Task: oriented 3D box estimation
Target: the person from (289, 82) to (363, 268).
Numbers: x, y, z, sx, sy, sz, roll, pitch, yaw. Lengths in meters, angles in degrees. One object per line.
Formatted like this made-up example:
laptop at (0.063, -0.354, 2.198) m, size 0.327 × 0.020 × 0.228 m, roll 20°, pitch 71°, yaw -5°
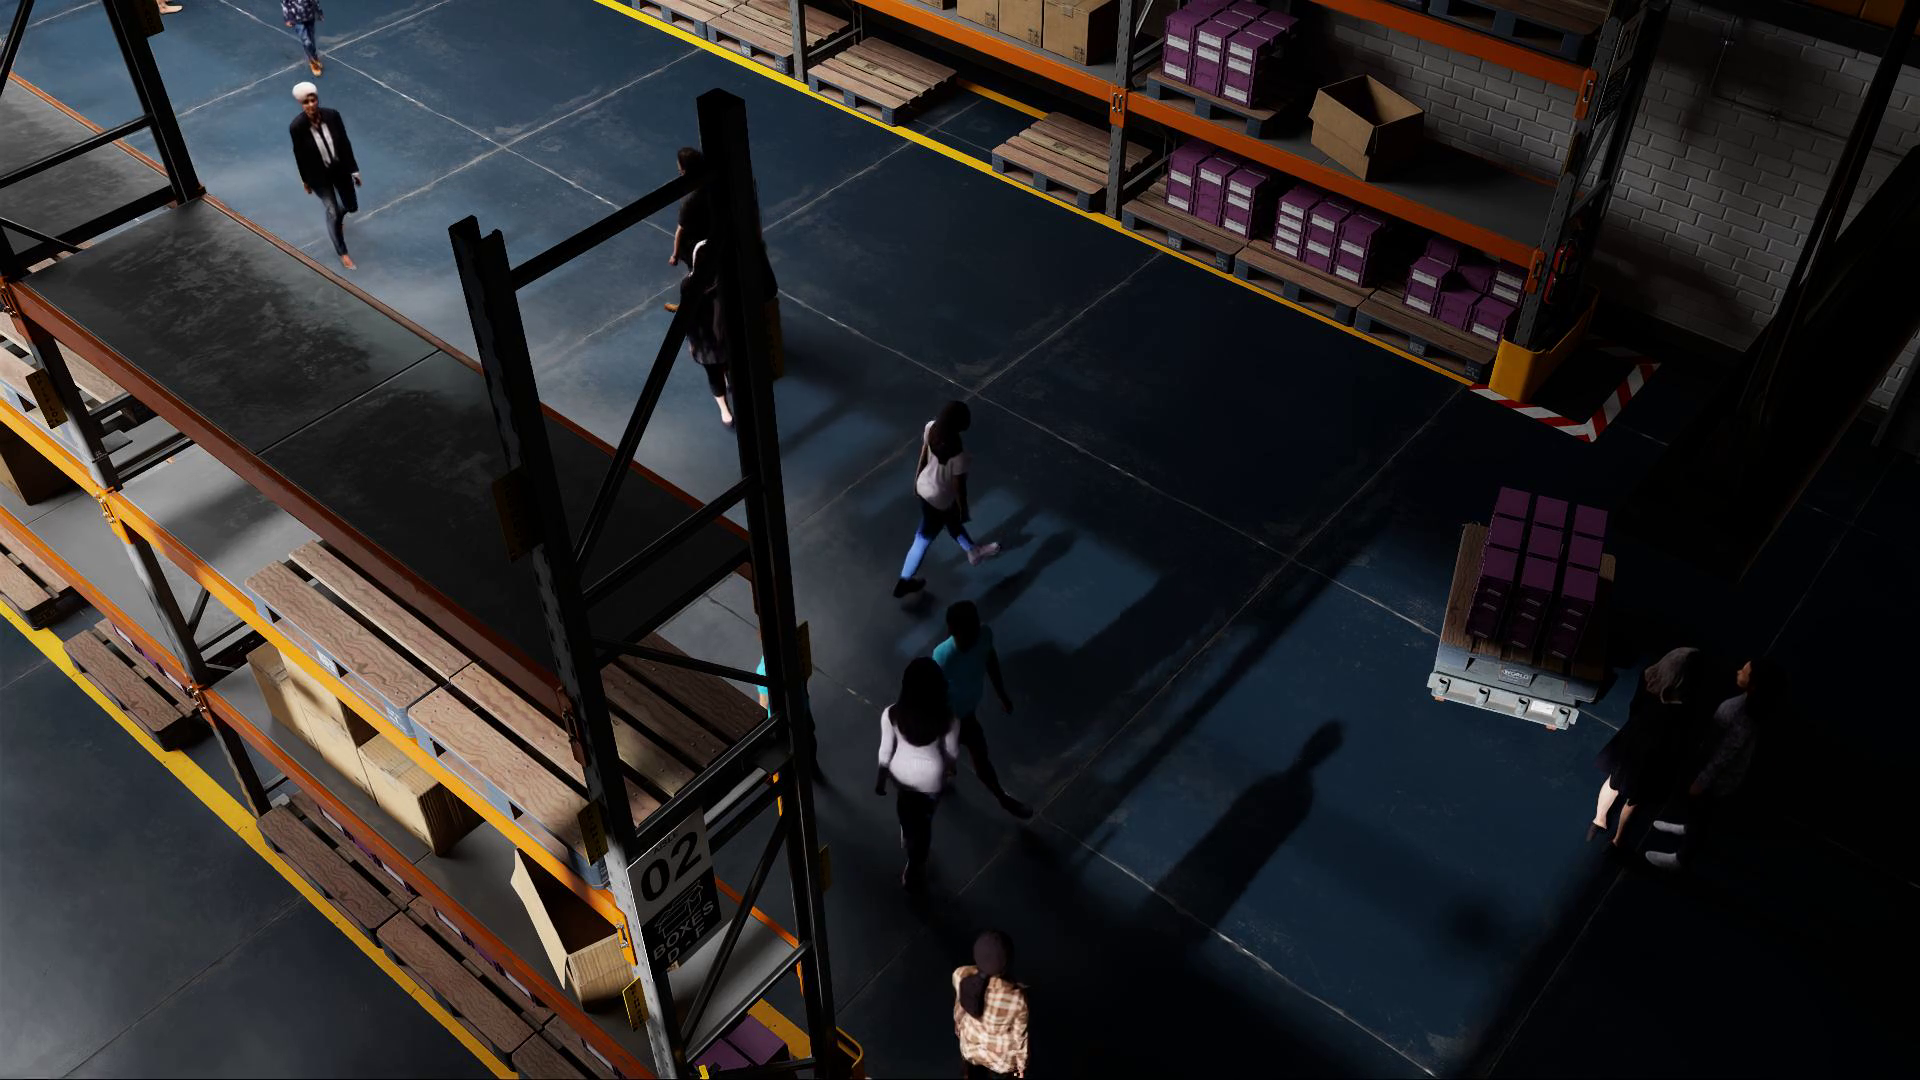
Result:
person at (-5.540, -3.190, 14.454) m, size 0.878 × 1.763 × 1.037 m, roll -26°, pitch 49°, yaw -25°

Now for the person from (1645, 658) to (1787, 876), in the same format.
person at (4.415, 1.321, 9.623) m, size 0.580 × 1.731 × 0.635 m, roll 25°, pitch 49°, yaw 24°

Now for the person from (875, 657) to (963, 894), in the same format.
person at (-0.249, 1.436, 9.518) m, size 0.872 × 1.710 × 0.910 m, roll 3°, pitch 44°, yaw 3°

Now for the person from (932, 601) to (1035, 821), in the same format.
person at (-0.078, 0.947, 10.024) m, size 1.191 × 1.719 × 0.741 m, roll 23°, pitch 48°, yaw 22°

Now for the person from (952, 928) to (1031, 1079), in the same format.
person at (0.108, 2.586, 8.272) m, size 0.982 × 1.763 × 0.769 m, roll 23°, pitch 48°, yaw 22°

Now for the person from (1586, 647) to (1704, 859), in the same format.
person at (4.008, 1.235, 9.702) m, size 0.747 × 1.747 × 0.643 m, roll -17°, pitch 46°, yaw -17°

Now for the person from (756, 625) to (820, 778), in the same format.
person at (-1.056, 1.003, 10.162) m, size 0.552 × 1.448 × 0.531 m, roll -31°, pitch 52°, yaw -28°

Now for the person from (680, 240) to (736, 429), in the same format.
person at (-1.902, -1.632, 12.800) m, size 0.818 × 1.625 × 0.906 m, roll -14°, pitch 45°, yaw -14°

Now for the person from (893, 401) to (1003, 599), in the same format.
person at (-0.228, -0.240, 11.335) m, size 0.963 × 1.630 × 1.118 m, roll -21°, pitch 47°, yaw -20°

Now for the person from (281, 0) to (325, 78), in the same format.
person at (-6.778, -5.420, 17.057) m, size 0.565 × 1.237 × 0.652 m, roll -31°, pitch 52°, yaw -28°
